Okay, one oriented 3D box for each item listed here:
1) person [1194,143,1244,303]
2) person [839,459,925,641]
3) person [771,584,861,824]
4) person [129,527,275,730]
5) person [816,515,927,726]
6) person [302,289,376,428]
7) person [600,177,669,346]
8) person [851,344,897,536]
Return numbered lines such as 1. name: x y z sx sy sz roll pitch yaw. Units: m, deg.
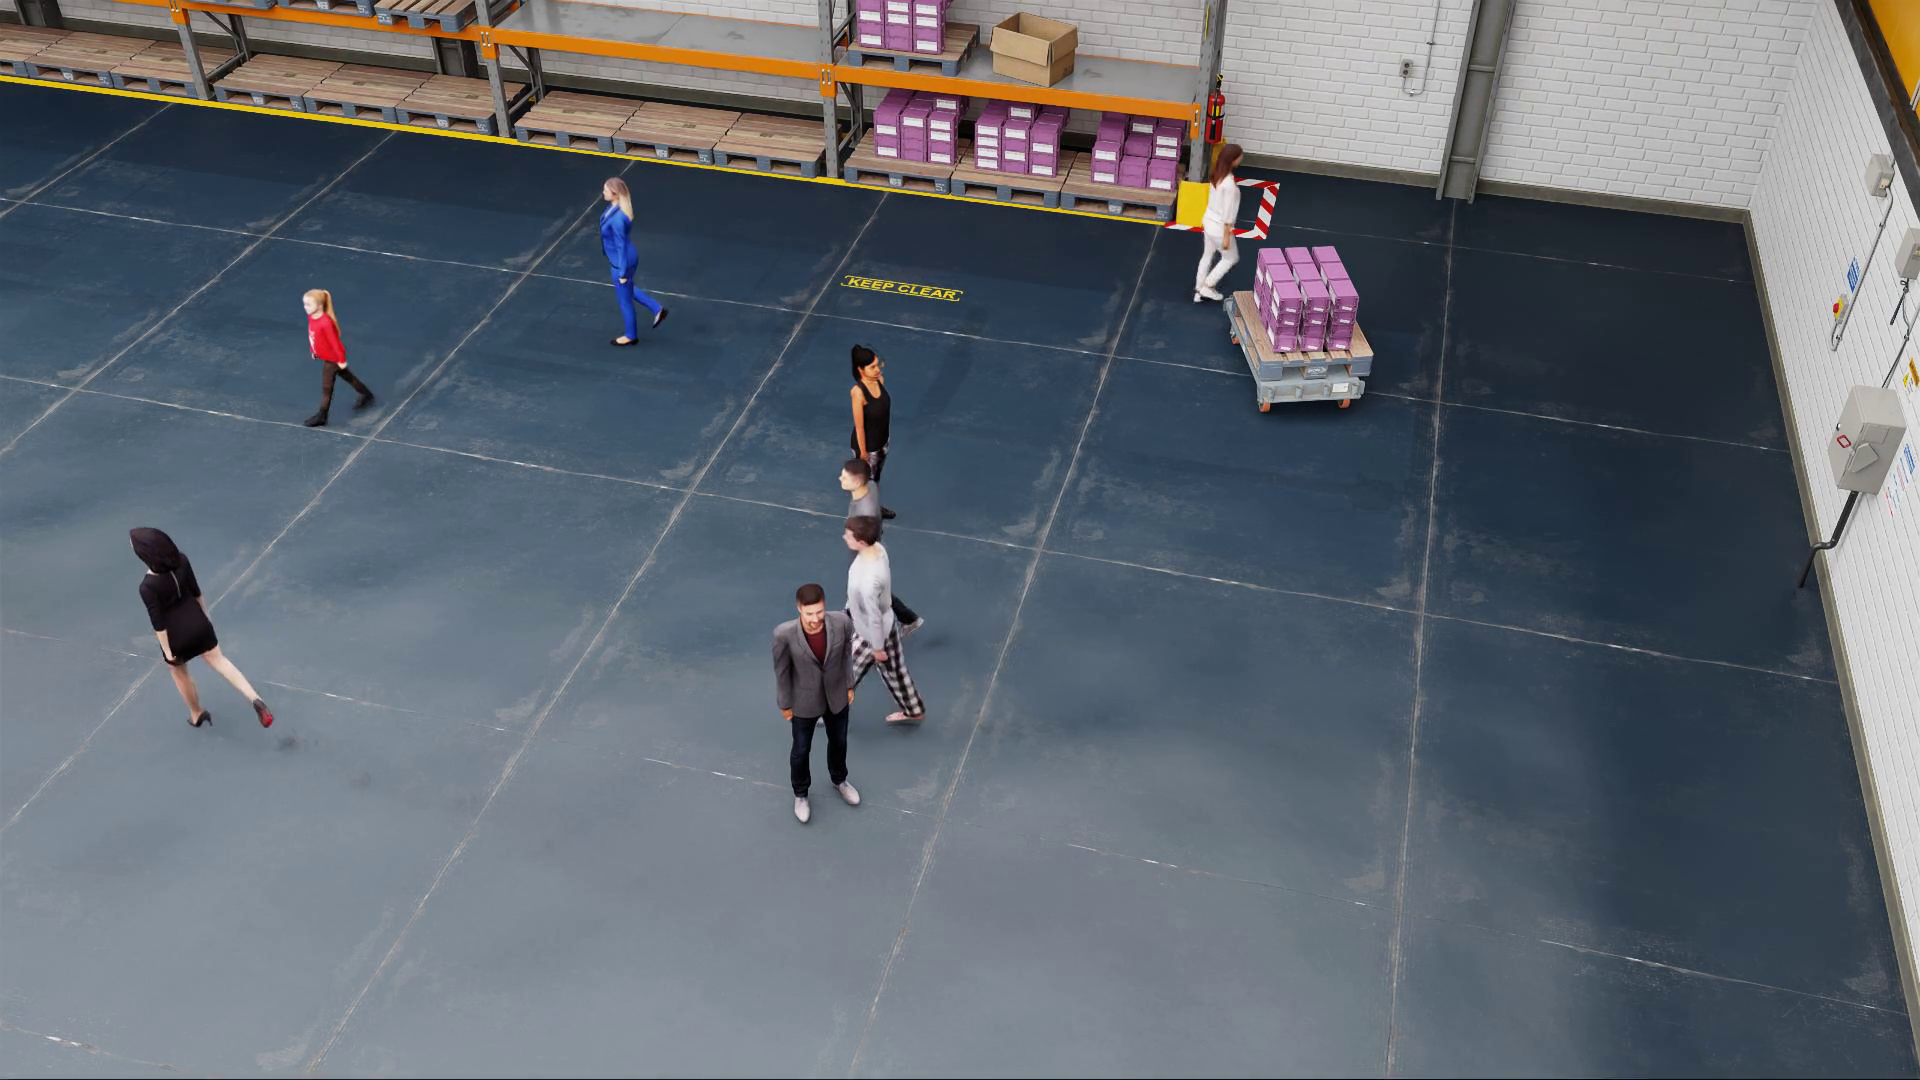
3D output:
1. person: 2.407 -2.966 15.802 0.786 1.675 0.783 -14 41 -17
2. person: -0.575 0.131 11.863 0.934 1.752 0.780 -3 39 -4
3. person: -0.913 1.007 10.669 0.756 1.873 0.840 -16 41 -19
4. person: -5.131 0.655 11.181 1.046 1.783 0.717 15 41 18
5. person: -0.497 0.586 11.245 1.179 1.811 0.796 2 39 3
6. person: -5.418 -1.618 14.455 0.872 1.250 0.917 -30 47 -32
7. person: -3.000 -2.555 15.275 0.918 1.692 0.808 -5 39 -7
8. person: -0.711 -0.800 13.103 0.547 1.659 0.604 15 41 18
